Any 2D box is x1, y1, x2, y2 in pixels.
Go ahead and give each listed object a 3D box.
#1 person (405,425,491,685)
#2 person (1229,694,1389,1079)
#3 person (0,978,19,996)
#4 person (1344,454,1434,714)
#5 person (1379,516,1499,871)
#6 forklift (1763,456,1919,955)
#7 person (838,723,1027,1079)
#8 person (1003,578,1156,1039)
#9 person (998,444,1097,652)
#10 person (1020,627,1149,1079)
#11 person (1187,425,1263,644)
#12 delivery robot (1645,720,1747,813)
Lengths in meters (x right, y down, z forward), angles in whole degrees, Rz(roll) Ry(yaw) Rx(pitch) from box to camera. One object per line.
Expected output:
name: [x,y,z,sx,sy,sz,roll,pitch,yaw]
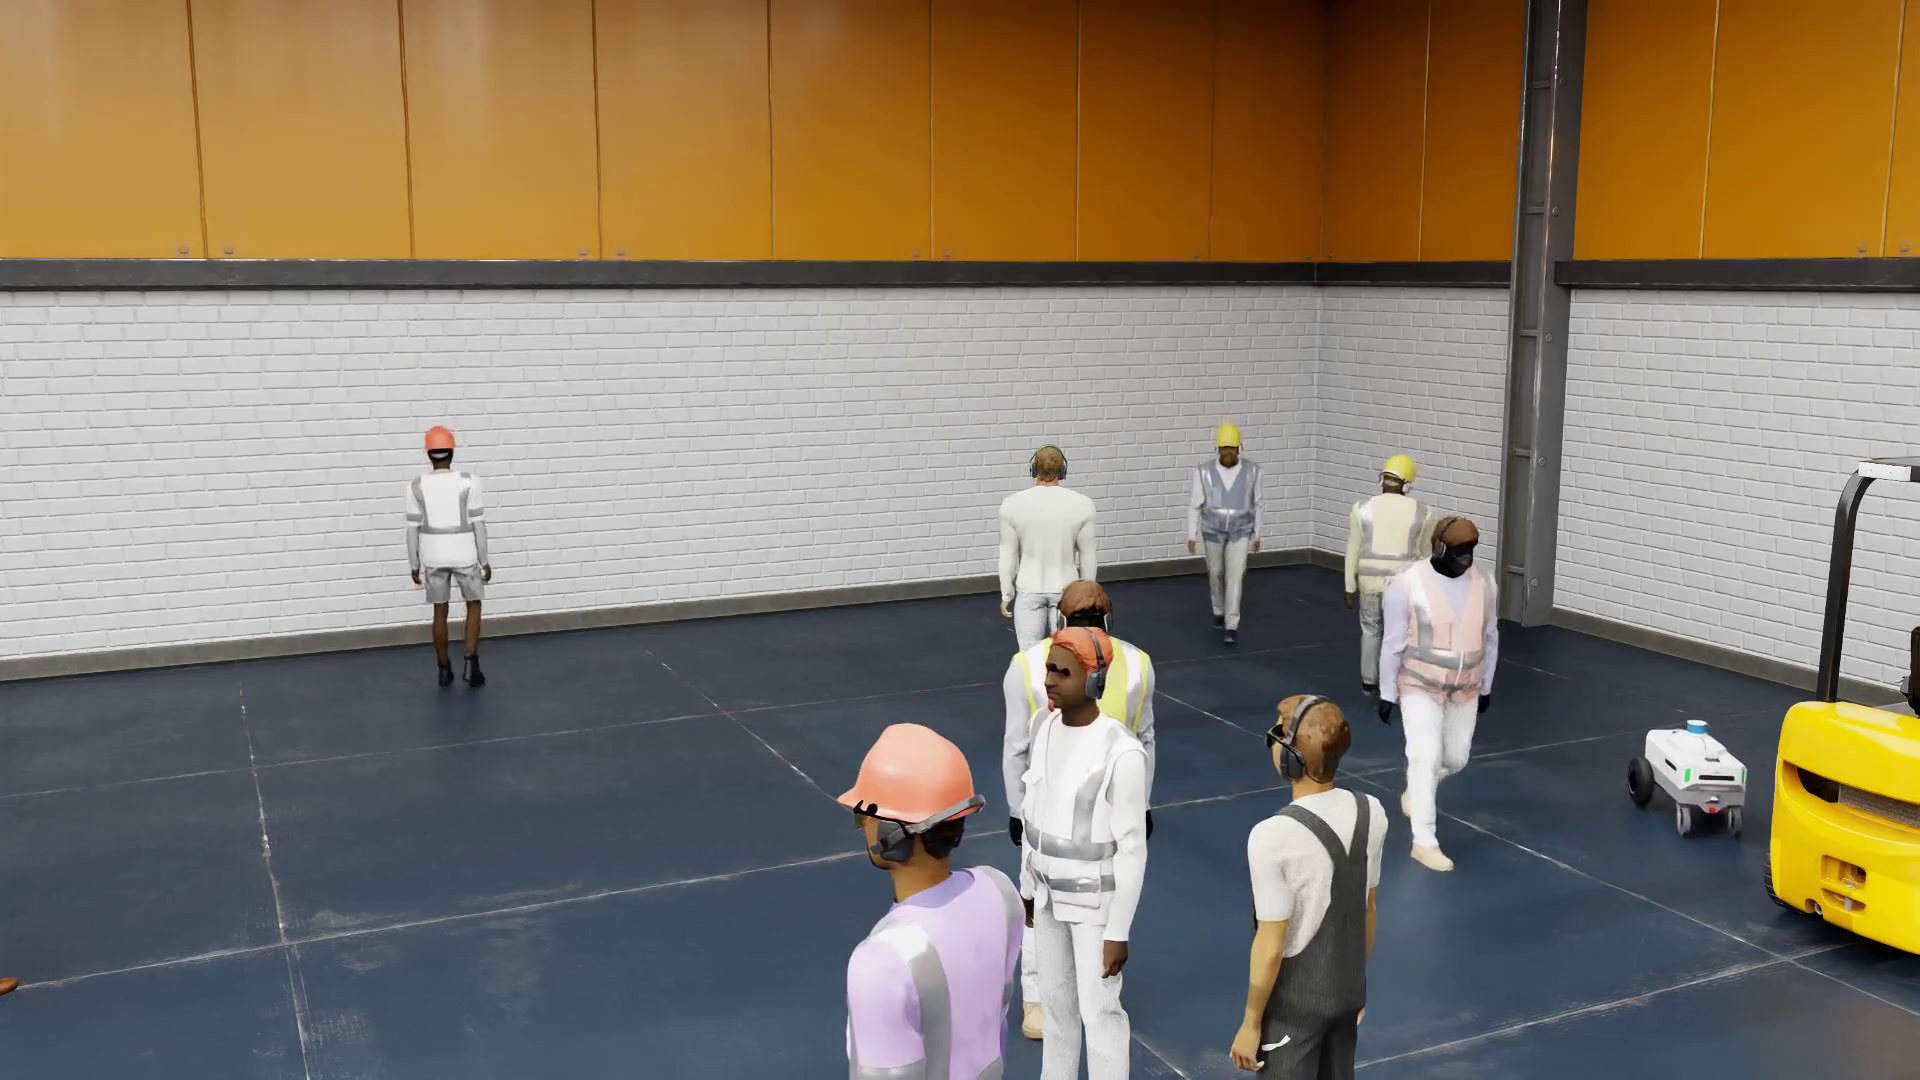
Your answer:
person: [-3.728,0.122,12.158,0.579,1.932,0.398,-1,9,-7]
person: [0.997,1.344,4.834,0.508,1.847,0.345,-7,11,-37]
person: [-4.274,0.983,6.893,0.651,1.904,0.401,4,10,24]
person: [2.986,0.293,11.572,0.605,1.784,0.918,2,9,12]
person: [2.459,0.743,8.681,0.660,1.813,0.724,-2,9,-12]
forklift: [4.857,0.731,7.561,2.313,2.155,1.214,-4,10,-25]
person: [-0.097,1.416,3.770,0.378,2.045,0.605,5,10,28]
person: [0.484,1.059,6.619,0.624,1.844,0.430,-2,9,-10]
person: [0.564,0.347,10.728,0.635,1.938,0.360,0,9,1]
person: [0.381,1.212,5.550,0.355,1.880,0.575,-6,11,-34]
person: [2.204,-0.076,13.850,0.612,1.784,0.947,2,9,10]
delivery robot: [4.057,1.239,9.187,0.477,0.478,0.707,1,9,5]
